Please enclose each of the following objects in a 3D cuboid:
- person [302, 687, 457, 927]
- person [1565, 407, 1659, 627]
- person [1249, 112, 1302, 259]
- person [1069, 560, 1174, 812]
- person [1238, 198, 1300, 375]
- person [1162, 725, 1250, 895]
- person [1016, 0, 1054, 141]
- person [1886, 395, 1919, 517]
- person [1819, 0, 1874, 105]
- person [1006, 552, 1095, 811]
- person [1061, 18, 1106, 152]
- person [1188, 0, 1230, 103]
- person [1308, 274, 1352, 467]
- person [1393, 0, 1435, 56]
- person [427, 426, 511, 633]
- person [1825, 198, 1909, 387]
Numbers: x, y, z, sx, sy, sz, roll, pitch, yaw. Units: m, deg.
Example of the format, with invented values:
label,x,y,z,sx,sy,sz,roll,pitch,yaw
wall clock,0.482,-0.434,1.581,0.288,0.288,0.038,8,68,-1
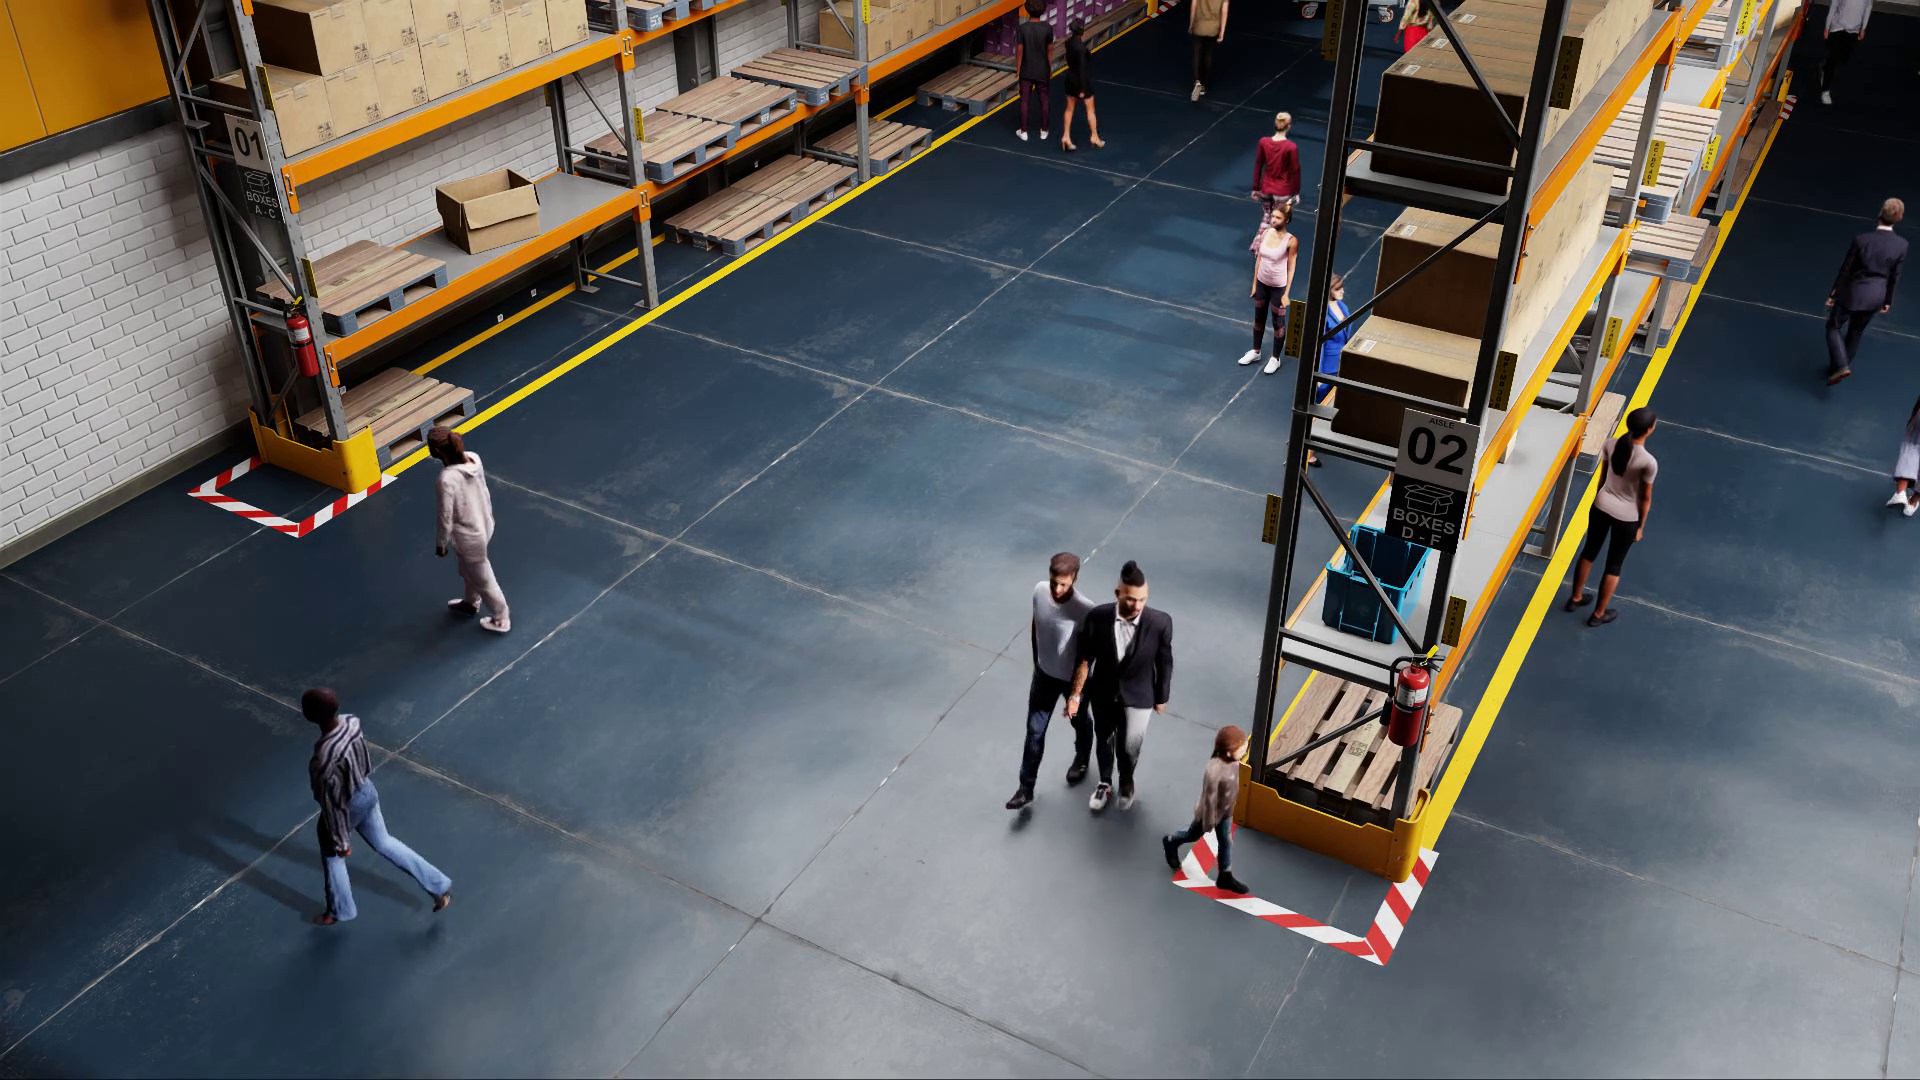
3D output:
label,x,y,z,sx,sy,sz,roll,pitch,yaw
person,-3.362,1.553,9.435,0.995,1.762,1.126,4,34,7
person,4.741,-0.180,12.058,0.658,1.744,0.664,-22,40,-30
person,3.248,-3.610,17.271,0.661,1.685,0.682,22,40,30
person,1.036,0.857,10.317,0.804,1.944,0.722,14,36,20
person,2.909,-2.363,15.436,0.610,1.640,0.610,27,42,34
person,1.471,1.576,9.934,0.818,1.170,0.658,-27,42,-34
person,0.918,-5.838,20.534,0.720,1.784,0.763,-5,34,-7
person,7.755,-0.887,13.177,0.586,1.683,0.772,18,37,24
person,11.540,-6.729,21.765,0.979,1.905,1.188,1,34,2
person,0.699,0.802,10.500,0.692,1.834,1.076,18,37,24
person,1.349,-5.481,20.146,0.879,1.619,0.779,-16,37,-23
person,3.216,-6.633,21.696,0.950,1.822,1.222,5,34,7
person,3.045,-1.457,14.018,0.676,1.701,0.484,19,38,26
person,5.843,-6.287,21.249,1.140,1.741,1.083,-13,36,-19
person,-3.433,-0.050,11.931,0.841,1.669,0.836,7,34,11
person,8.156,-2.193,15.037,0.873,1.799,1.009,6,34,9
